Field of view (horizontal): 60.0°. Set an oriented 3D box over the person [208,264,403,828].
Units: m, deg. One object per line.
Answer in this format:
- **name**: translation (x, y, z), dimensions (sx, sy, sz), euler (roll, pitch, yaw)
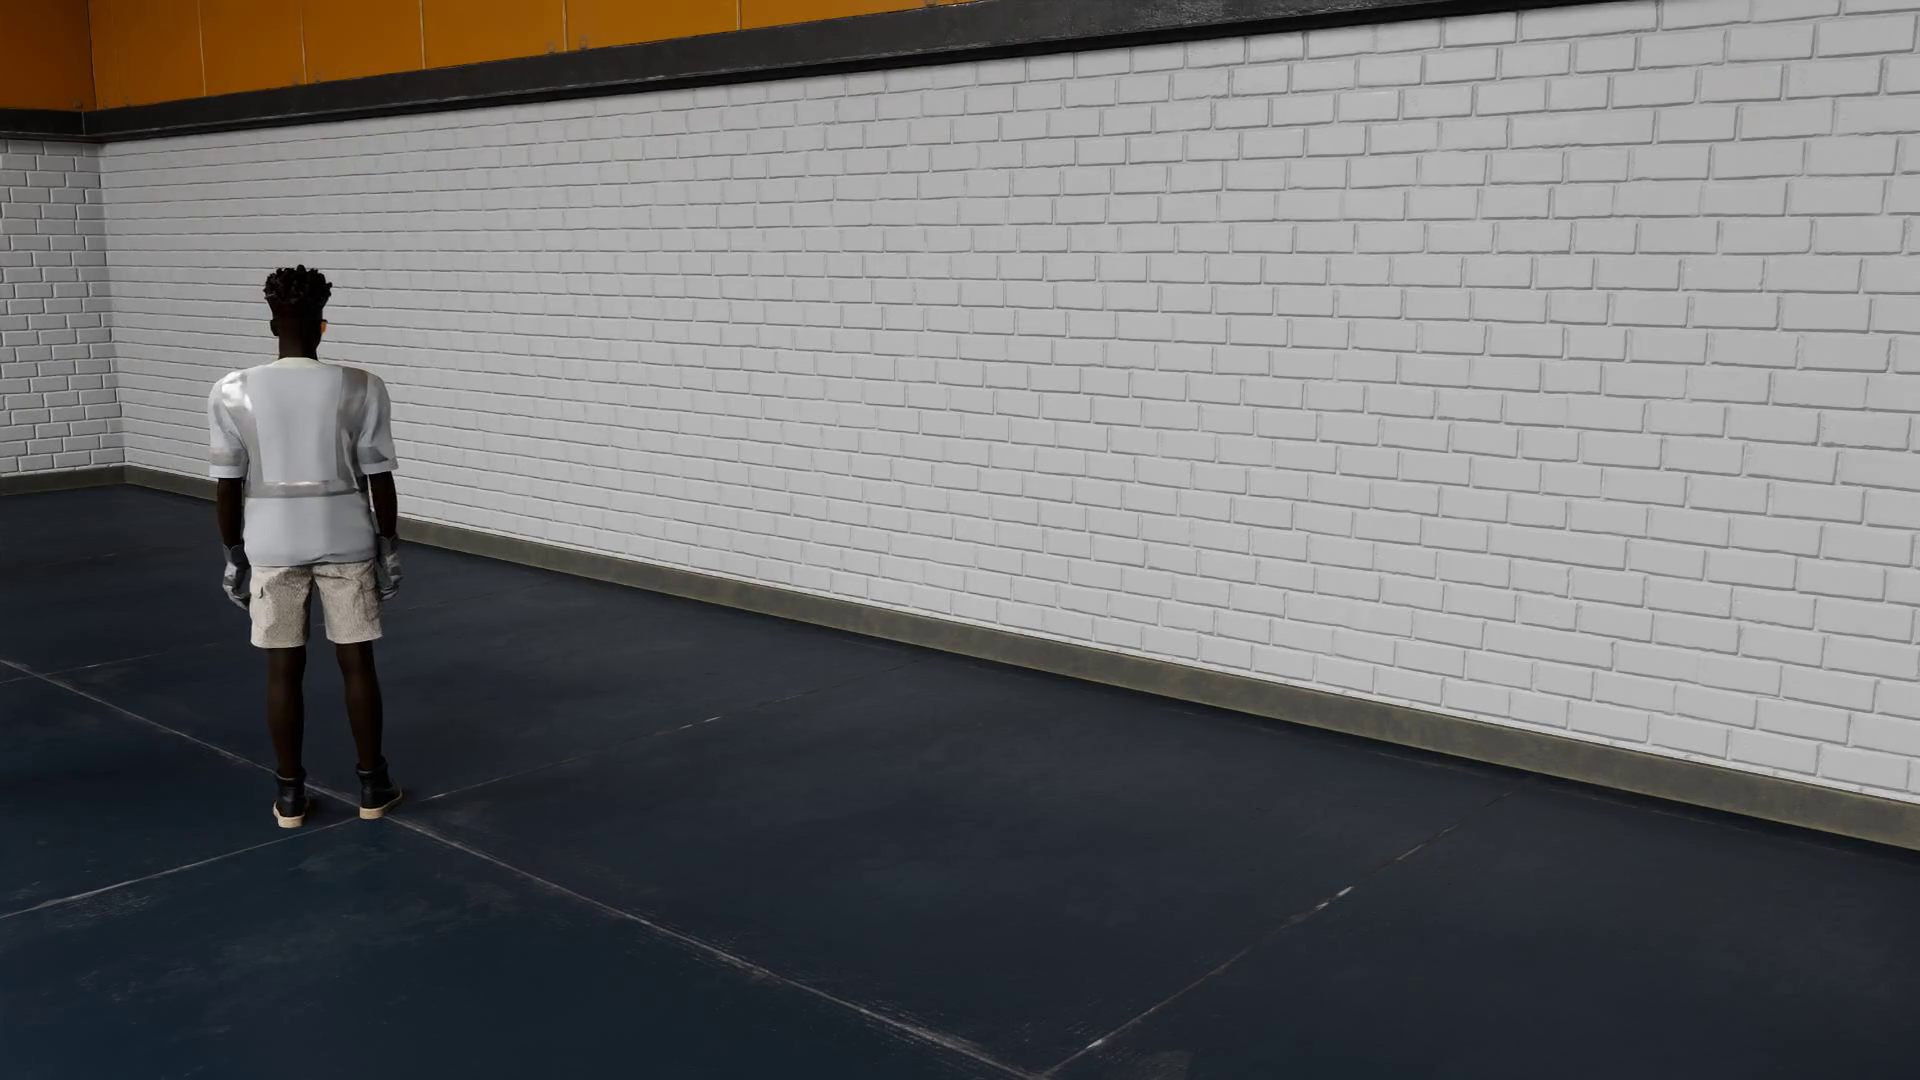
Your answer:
- **person**: translation (-2.273, 0.029, 5.833), dimensions (0.609, 1.961, 0.367), euler (-3, 10, -14)
